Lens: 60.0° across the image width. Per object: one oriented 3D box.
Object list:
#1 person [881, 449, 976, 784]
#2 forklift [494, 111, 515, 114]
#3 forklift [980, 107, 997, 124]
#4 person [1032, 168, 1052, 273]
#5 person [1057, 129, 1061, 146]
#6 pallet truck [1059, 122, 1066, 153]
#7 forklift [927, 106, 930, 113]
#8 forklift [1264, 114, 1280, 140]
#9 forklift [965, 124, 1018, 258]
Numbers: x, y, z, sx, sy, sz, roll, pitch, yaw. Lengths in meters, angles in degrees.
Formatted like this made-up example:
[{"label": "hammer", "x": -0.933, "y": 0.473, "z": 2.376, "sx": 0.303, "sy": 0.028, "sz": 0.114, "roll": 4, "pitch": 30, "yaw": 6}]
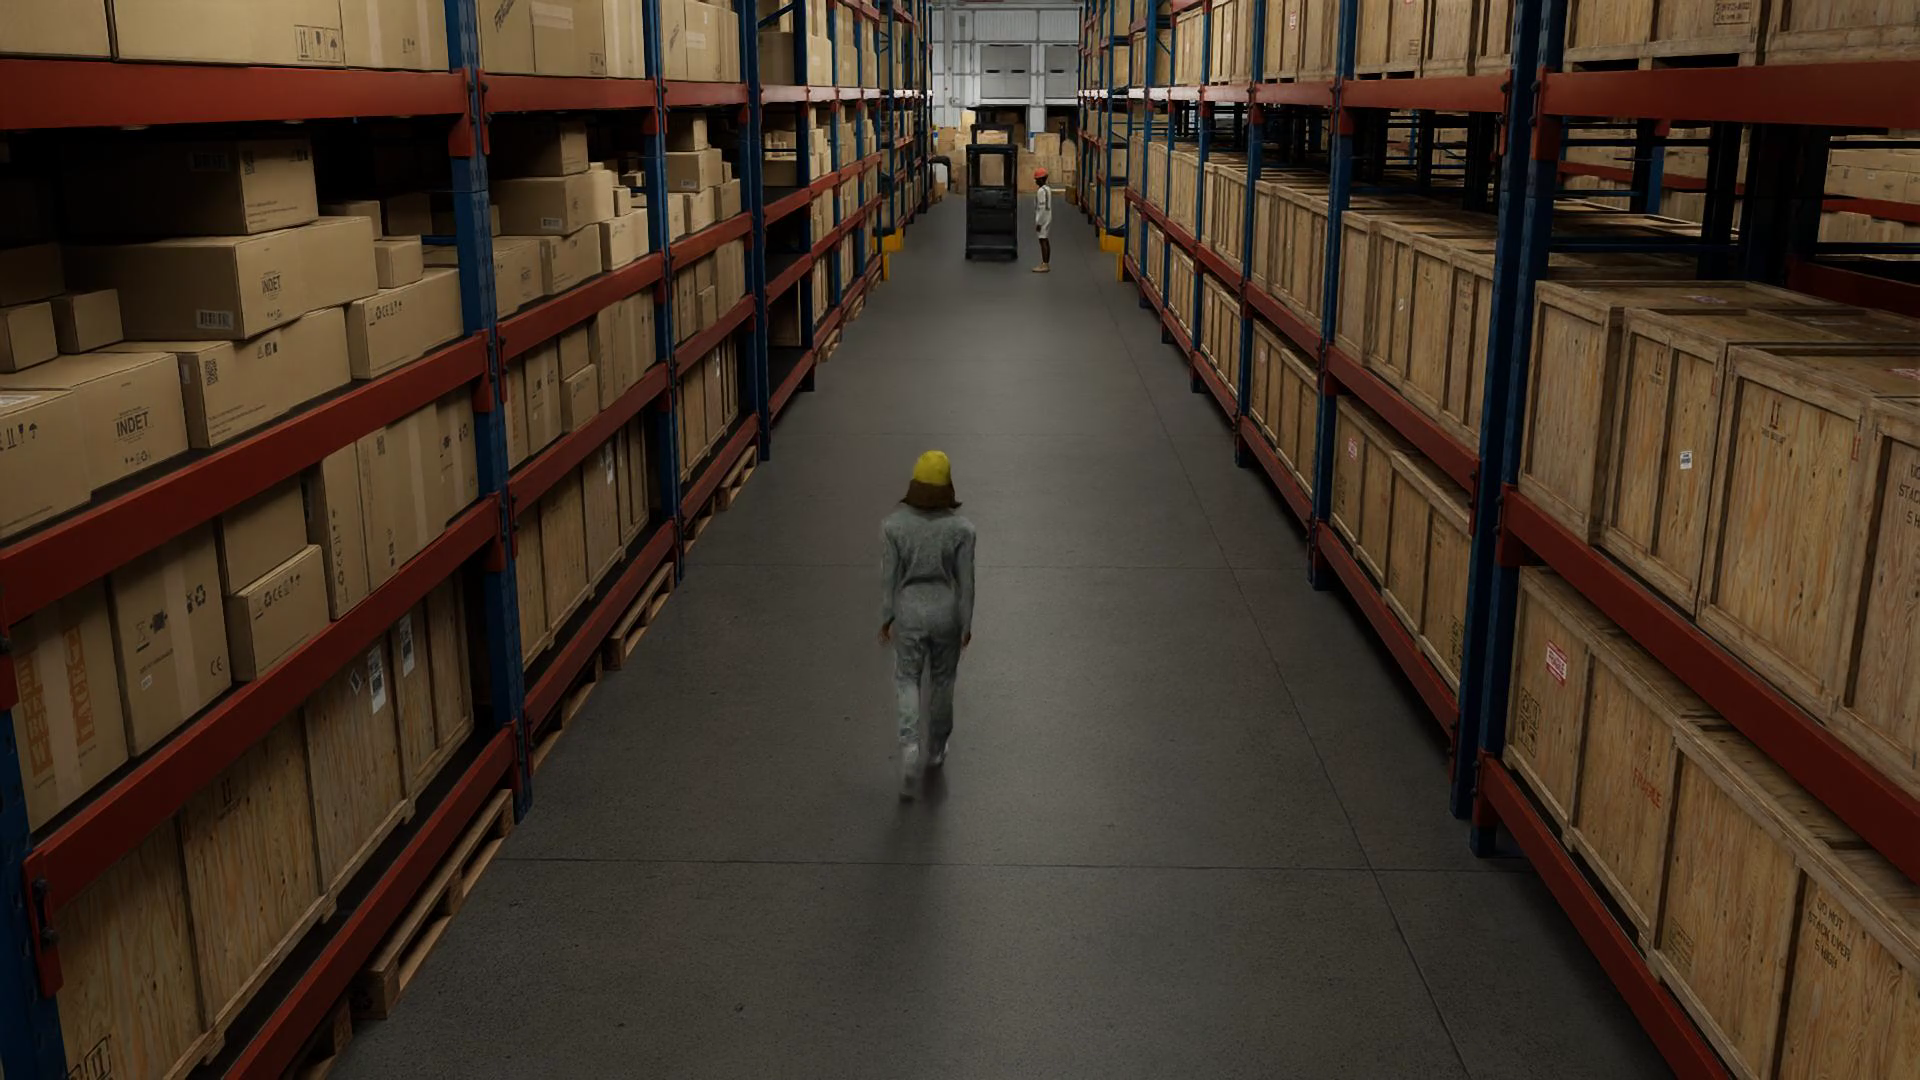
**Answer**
[{"label": "person", "x": -0.163, "y": 0.396, "z": 8.509, "sx": 0.492, "sy": 1.719, "sz": 0.662, "roll": 1, "pitch": 15, "yaw": 2}, {"label": "forklift", "x": -18.354, "y": -15.922, "z": 67.032, "sx": 1.129, "sy": 2.768, "sz": 1.873, "roll": 0, "pitch": 15, "yaw": 1}, {"label": "forklift", "x": 1.405, "y": -19.894, "z": 81.810, "sx": 1.873, "sy": 2.768, "sz": 1.129, "roll": -13, "pitch": 19, "yaw": -39}, {"label": "person", "x": 1.609, "y": -6.310, "z": 32.861, "sx": 0.395, "sy": 2.040, "sz": 0.609, "roll": 4, "pitch": 16, "yaw": 15}, {"label": "person", "x": 5.423, "y": -21.312, "z": 89.480, "sx": 0.667, "sy": 1.617, "sz": 0.521, "roll": -12, "pitch": 19, "yaw": -37}, {"label": "pallet truck", "x": 5.788, "y": -21.111, "z": 88.014, "sx": 1.885, "sy": 1.965, "sz": 0.823, "roll": 5, "pitch": 16, "yaw": 18}, {"label": "forklift", "x": -2.001, "y": -20.667, "z": 84.687, "sx": 1.129, "sy": 2.768, "sz": 1.873, "roll": 0, "pitch": 15, "yaw": 2}, {"label": "forklift", "x": 11.019, "y": -13.929, "z": 59.618, "sx": 1.129, "sy": 2.768, "sz": 1.873, "roll": 0, "pitch": 15, "yaw": 2}, {"label": "forklift", "x": 0.690, "y": -7.569, "z": 35.951, "sx": 1.129, "sy": 2.768, "sz": 1.873, "roll": 0, "pitch": 15, "yaw": 1}]
